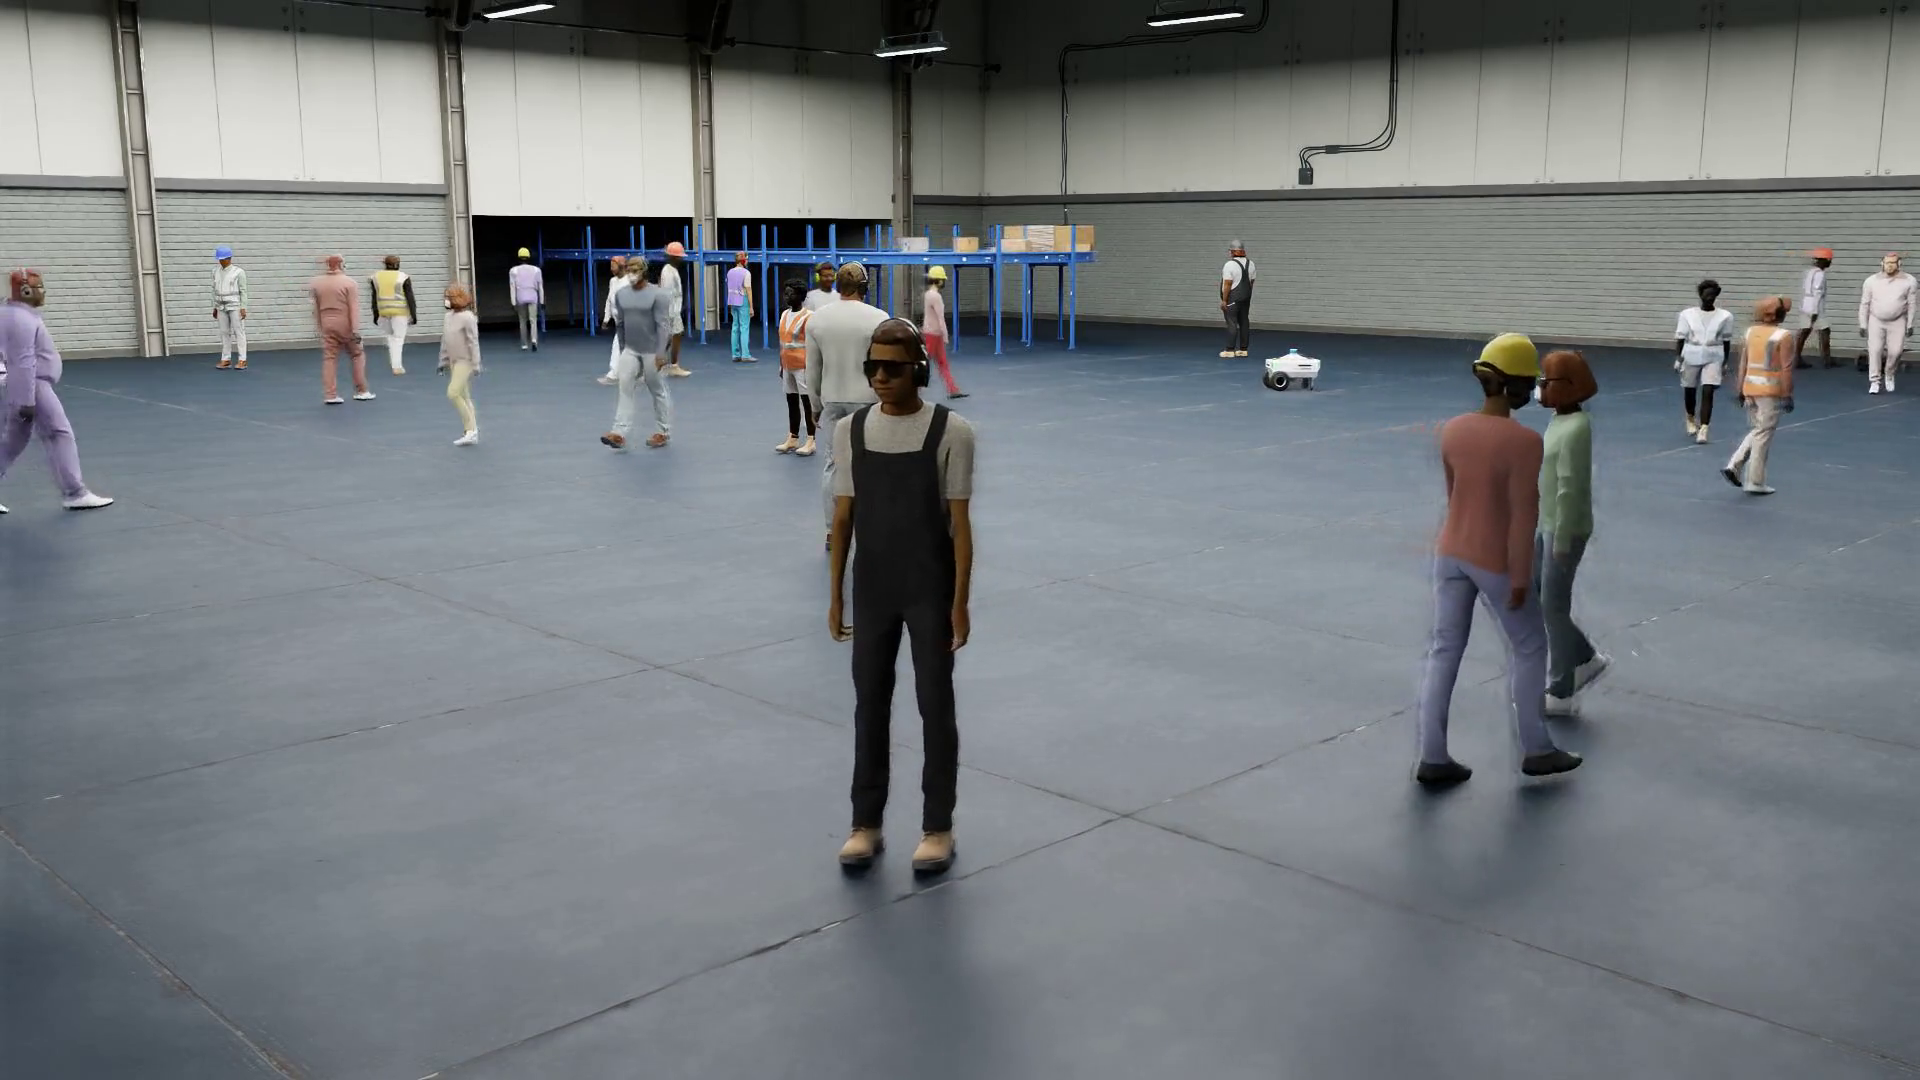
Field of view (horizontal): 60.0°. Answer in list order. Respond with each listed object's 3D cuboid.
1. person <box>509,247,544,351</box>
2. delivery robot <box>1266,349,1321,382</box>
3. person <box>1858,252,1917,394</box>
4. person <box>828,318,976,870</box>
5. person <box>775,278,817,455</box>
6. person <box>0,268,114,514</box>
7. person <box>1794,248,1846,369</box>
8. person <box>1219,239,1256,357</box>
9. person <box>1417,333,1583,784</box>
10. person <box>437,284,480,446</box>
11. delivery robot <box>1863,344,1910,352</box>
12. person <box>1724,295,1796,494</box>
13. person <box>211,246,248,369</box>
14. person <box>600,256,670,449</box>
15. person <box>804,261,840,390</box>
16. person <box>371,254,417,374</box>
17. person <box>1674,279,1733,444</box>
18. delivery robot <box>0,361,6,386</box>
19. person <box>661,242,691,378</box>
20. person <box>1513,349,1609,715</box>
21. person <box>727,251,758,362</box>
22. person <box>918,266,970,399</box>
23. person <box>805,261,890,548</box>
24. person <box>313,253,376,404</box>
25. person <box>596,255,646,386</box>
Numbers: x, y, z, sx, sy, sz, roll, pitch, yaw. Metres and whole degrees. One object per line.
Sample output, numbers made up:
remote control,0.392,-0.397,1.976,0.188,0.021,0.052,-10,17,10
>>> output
person,-7.958,-4.426,30.564,0.595,1.896,0.920,-3,11,-17
delivery robot,4.610,-2.394,22.998,0.707,0.478,0.477,0,10,-2
person,12.358,-2.891,22.201,0.668,1.888,0.441,6,12,29
person,-0.202,0.185,5.563,0.509,1.844,0.374,3,11,16
person,-1.576,-1.678,16.116,0.319,1.697,0.532,-10,14,-42
person,-7.153,-1.140,12.720,0.957,1.868,0.640,-8,13,-36
person,13.703,-3.667,26.390,0.868,1.900,0.569,2,11,9
person,4.793,-4.205,29.072,0.674,2.000,0.535,-7,13,-34
person,2.110,0.079,6.436,0.770,1.740,0.528,-6,12,-29
person,-5.064,-1.761,16.772,0.396,1.616,0.511,-9,14,-41
delivery robot,14.424,-3.051,25.869,0.698,0.223,0.335,-2,11,-11
person,6.598,-1.184,13.603,0.358,1.628,0.526,-2,11,-11
person,-11.603,-3.687,26.405,0.604,1.940,0.400,2,11,12
person,-3.192,-1.832,16.406,0.661,1.893,0.977,4,11,22
person,-1.461,-2.078,17.905,0.512,1.851,0.705,-5,11,-25
person,-8.669,-3.485,25.643,0.654,1.816,0.727,1,10,8
person,7.704,-1.872,17.252,0.532,1.669,0.822,5,11,25
delivery robot,-12.450,-2.188,21.876,0.707,0.478,0.477,-5,12,-27
person,-4.308,-3.421,24.749,0.584,2.015,0.653,-1,10,-4
person,2.634,-0.030,7.321,0.380,1.618,0.515,3,11,14
person,-3.674,-3.904,27.852,0.569,1.842,0.377,10,14,43
person,-0.337,-2.659,21.417,0.925,1.718,0.543,-2,11,-12
person,-0.731,-0.905,11.238,0.634,1.938,0.355,3,11,18
person,-7.782,-2.676,21.059,0.692,1.876,0.815,3,11,16
person,-4.763,-3.144,23.769,0.999,1.842,0.562,-8,13,-37
